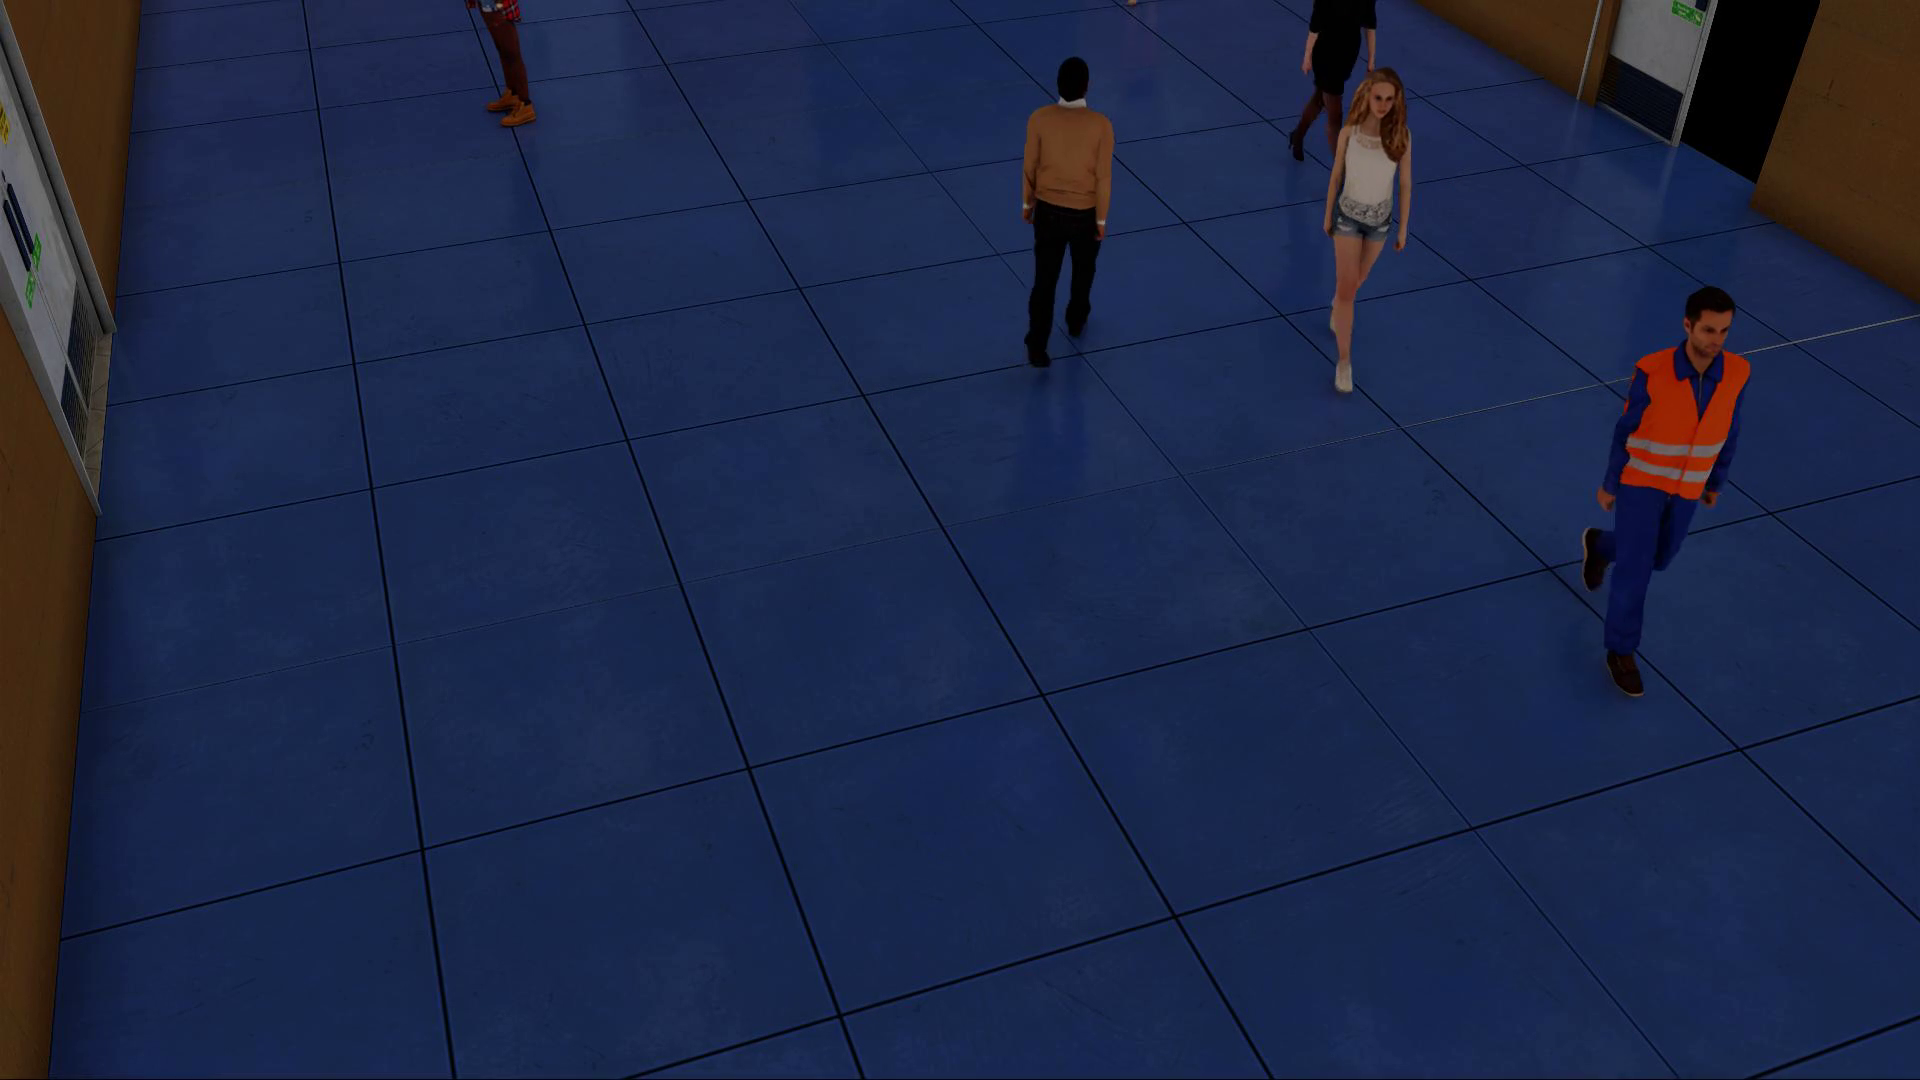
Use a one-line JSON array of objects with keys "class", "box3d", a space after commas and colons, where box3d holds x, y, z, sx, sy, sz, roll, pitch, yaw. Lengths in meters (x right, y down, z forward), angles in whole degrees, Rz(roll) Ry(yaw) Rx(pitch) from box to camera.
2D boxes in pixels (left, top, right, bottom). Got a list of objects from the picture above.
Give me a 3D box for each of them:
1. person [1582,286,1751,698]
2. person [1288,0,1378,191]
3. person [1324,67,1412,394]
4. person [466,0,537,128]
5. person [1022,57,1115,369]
[{"class": "person", "box3d": [2.951, -0.273, 7.091, 1.105, 1.845, 0.928, -3, 37, -4]}, {"class": "person", "box3d": [2.474, -3.227, 11.179, 1.000, 1.647, 0.644, -13, 39, -16]}, {"class": "person", "box3d": [2.219, -1.772, 9.196, 1.165, 1.716, 0.997, 3, 37, 5]}, {"class": "person", "box3d": [-3.337, -3.871, 11.982, 0.620, 1.728, 0.633, -17, 40, -21]}, {"class": "person", "box3d": [0.572, -1.770, 9.178, 1.163, 1.734, 1.119, 8, 38, 11]}]
